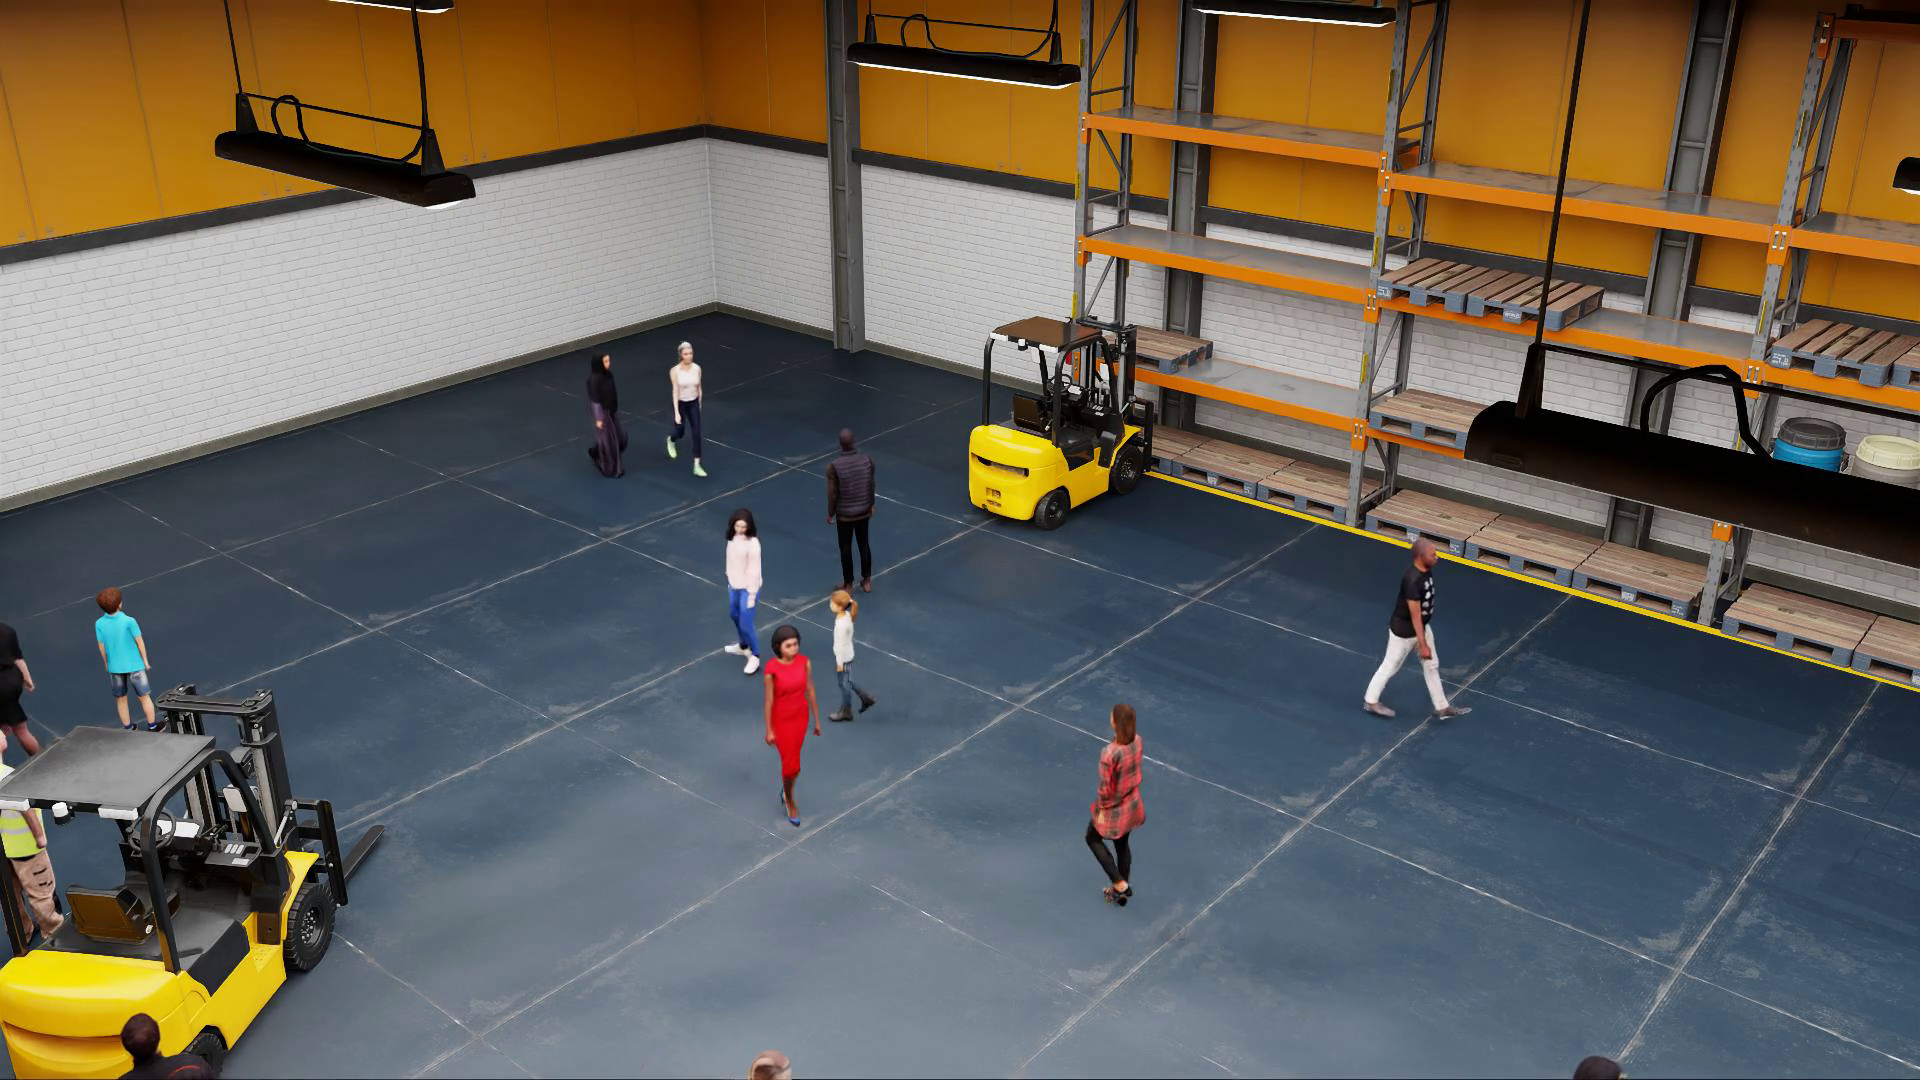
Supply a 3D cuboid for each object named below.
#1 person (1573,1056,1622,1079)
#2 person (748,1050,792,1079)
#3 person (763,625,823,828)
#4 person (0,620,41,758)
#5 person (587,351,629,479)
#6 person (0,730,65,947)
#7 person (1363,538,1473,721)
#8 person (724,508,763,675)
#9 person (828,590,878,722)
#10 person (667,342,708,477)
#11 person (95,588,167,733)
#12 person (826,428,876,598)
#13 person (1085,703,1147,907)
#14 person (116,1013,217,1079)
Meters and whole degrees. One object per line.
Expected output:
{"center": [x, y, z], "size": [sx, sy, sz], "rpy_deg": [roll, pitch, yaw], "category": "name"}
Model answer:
{"center": [3.306, 3.469, 8.886], "size": [0.713, 1.735, 0.656], "rpy_deg": [-2, 24, -4], "category": "person"}
{"center": [-1.171, 3.415, 9.118], "size": [0.991, 1.648, 0.889], "rpy_deg": [0, 24, 0], "category": "person"}
{"center": [-1.427, 1.457, 13.492], "size": [0.667, 1.731, 0.702], "rpy_deg": [-16, 28, -33], "category": "person"}
{"center": [-7.938, 1.293, 13.956], "size": [1.040, 1.661, 0.852], "rpy_deg": [8, 25, 17], "category": "person"}
{"center": [-4.462, -1.575, 20.585], "size": [0.843, 1.607, 0.688], "rpy_deg": [12, 26, 26], "category": "person"}
{"center": [-6.729, 2.115, 11.843], "size": [0.817, 1.847, 0.895], "rpy_deg": [5, 24, 10], "category": "person"}
{"center": [3.939, 0.823, 14.912], "size": [1.203, 1.756, 0.763], "rpy_deg": [14, 27, 30], "category": "person"}
{"center": [-2.029, 0.459, 15.781], "size": [0.967, 1.727, 0.647], "rpy_deg": [-9, 25, -20], "category": "person"}
{"center": [-0.977, 1.049, 14.954], "size": [0.757, 1.308, 0.667], "rpy_deg": [2, 24, 5], "category": "person"}
{"center": [-3.448, -1.650, 20.670], "size": [0.789, 1.675, 1.151], "rpy_deg": [-16, 28, -32], "category": "person"}
{"center": [-7.380, 1.085, 14.697], "size": [0.597, 1.448, 0.656], "rpy_deg": [-2, 24, -6], "category": "person"}
{"center": [-1.124, -0.293, 17.365], "size": [0.775, 1.836, 0.740], "rpy_deg": [-11, 26, -23], "category": "person"}
{"center": [1.225, 2.002, 12.294], "size": [0.627, 1.693, 0.645], "rpy_deg": [22, 32, 40], "category": "person"}
{"center": [-4.269, 3.352, 9.023], "size": [0.775, 1.839, 0.660], "rpy_deg": [-16, 28, -33], "category": "person"}
